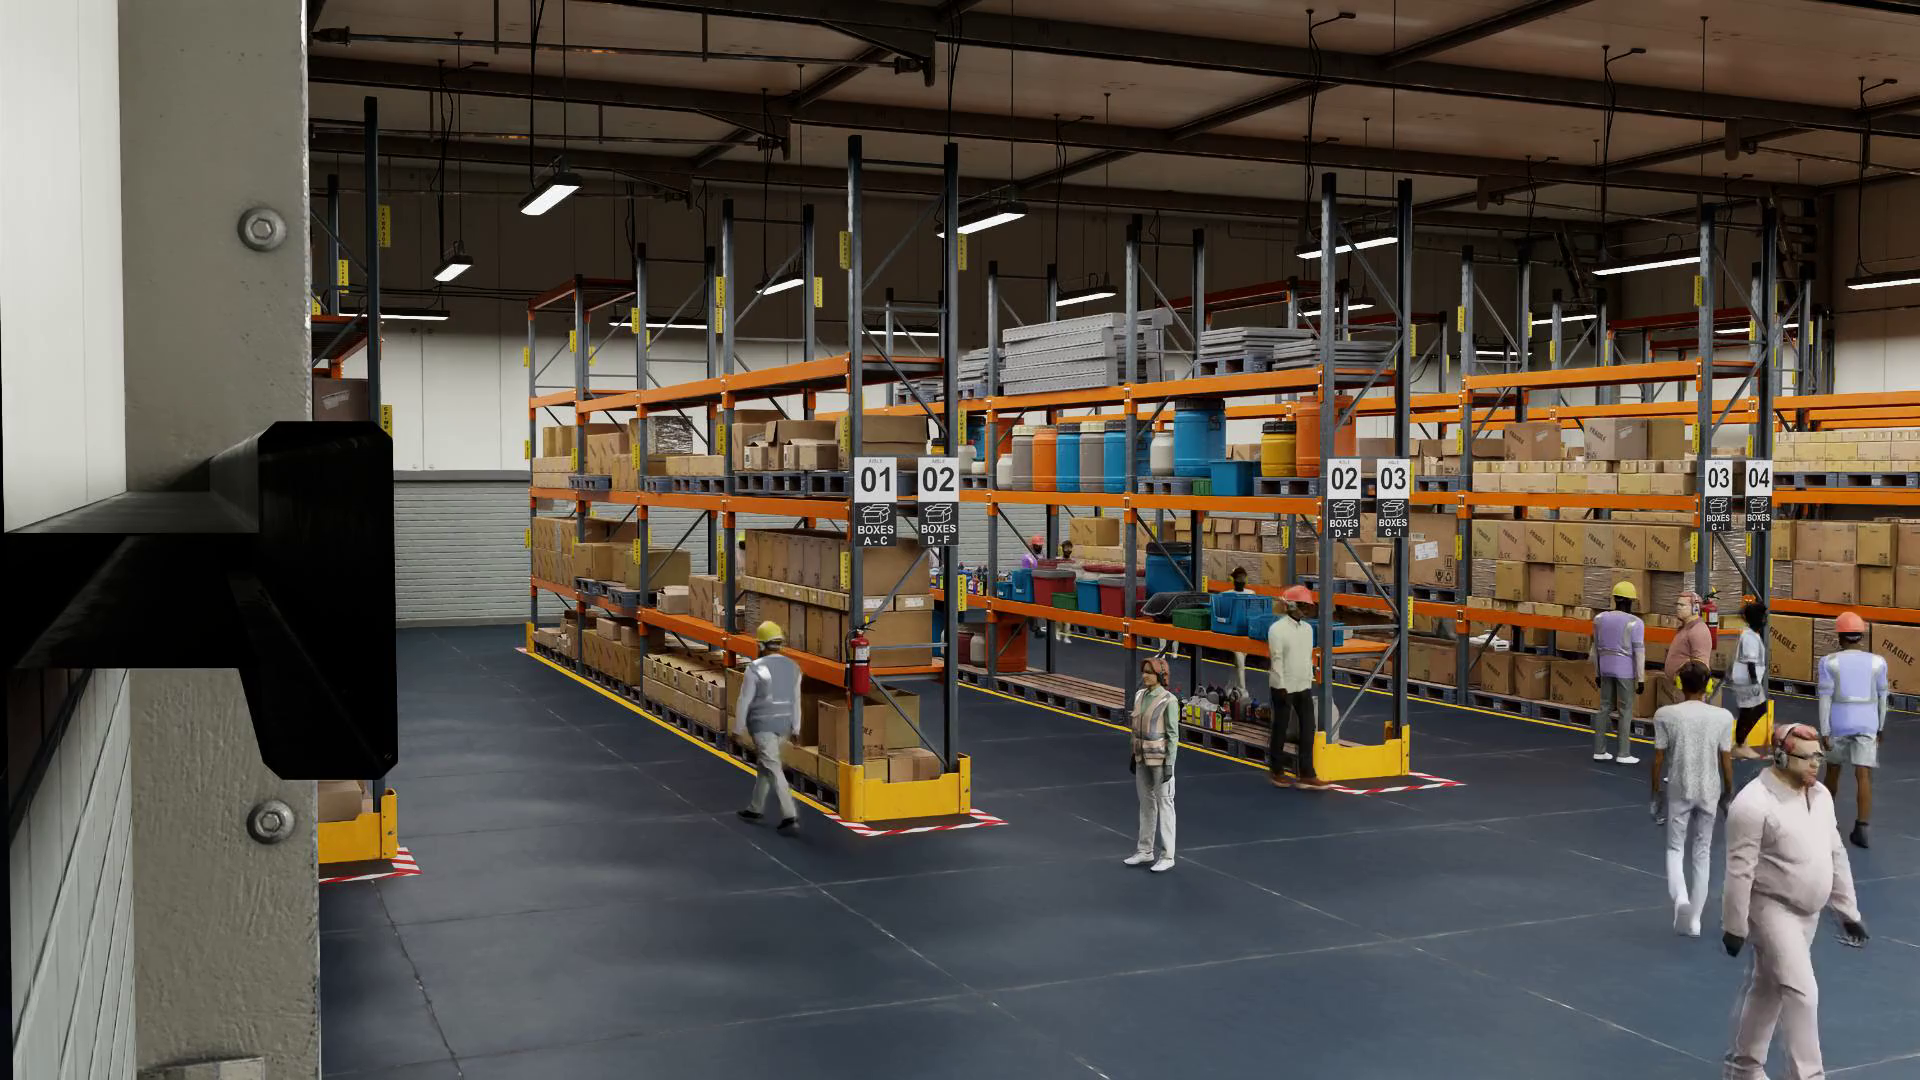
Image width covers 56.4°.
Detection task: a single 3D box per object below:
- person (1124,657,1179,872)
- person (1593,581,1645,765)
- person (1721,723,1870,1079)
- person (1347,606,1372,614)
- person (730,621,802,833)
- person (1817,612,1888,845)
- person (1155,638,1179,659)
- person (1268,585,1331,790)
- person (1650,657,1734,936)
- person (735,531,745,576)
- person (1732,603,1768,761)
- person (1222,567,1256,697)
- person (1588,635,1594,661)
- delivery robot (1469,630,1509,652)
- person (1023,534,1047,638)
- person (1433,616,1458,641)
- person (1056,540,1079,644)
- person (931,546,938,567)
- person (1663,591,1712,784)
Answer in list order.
[{"bbox_3d":[1.498,1.718,13.837,0.307,1.645,0.514,-1,3,-33],"label":"person"},{"bbox_3d":[6.955,1.393,18.885,0.393,1.915,0.585,-2,3,-38],"label":"person"},{"bbox_3d":[4.029,1.814,8.511,0.641,1.869,0.873,-2,3,-35],"label":"person"},{"bbox_3d":[6.242,1.036,28.500,0.549,1.883,0.985,-1,3,-30],"label":"person"},{"bbox_3d":[-1.631,1.588,15.363,0.923,1.793,0.584,2,3,39],"label":"person"},{"bbox_3d":[7.482,1.551,15.067,0.563,1.882,0.989,1,2,15],"label":"person"},{"bbox_3d":[3.374,1.130,29.297,0.499,1.634,0.279,-1,2,-18],"label":"person"},{"bbox_3d":[3.231,1.427,17.322,0.661,1.960,0.687,-1,3,-33],"label":"person"},{"bbox_3d":[4.815,1.697,11.753,0.517,1.854,0.649,1,2,18],"label":"person"},{"bbox_3d":[-4.181,0.759,35.686,0.599,1.902,0.764,1,3,34],"label":"person"},{"bbox_3d":[8.391,1.498,19.022,0.354,1.678,0.552,1,3,29],"label":"person"},{"bbox_3d":[3.674,1.252,23.588,0.514,1.835,0.942,-1,2,-22],"label":"person"},{"bbox_3d":[9.653,1.122,27.054,0.581,1.837,0.986,-1,2,-21],"label":"person"},{"bbox_3d":[8.375,1.671,28.394,0.477,0.478,0.707,-1,2,-19],"label":"delivery robot"},{"bbox_3d":[1.406,0.841,33.159,0.566,1.924,0.605,-1,2,-27],"label":"person"},{"bbox_3d":[7.903,1.169,28.952,0.504,1.603,0.782,-2,3,-45],"label":"person"},{"bbox_3d":[1.876,0.921,31.865,0.555,1.857,0.402,0,2,-12],"label":"person"},{"bbox_3d":[-0.407,0.768,35.549,0.840,1.891,0.596,-2,3,-40],"label":"person"},{"bbox_3d":[7.038,1.451,17.349,0.410,1.912,0.651,0,2,12],"label":"person"}]
